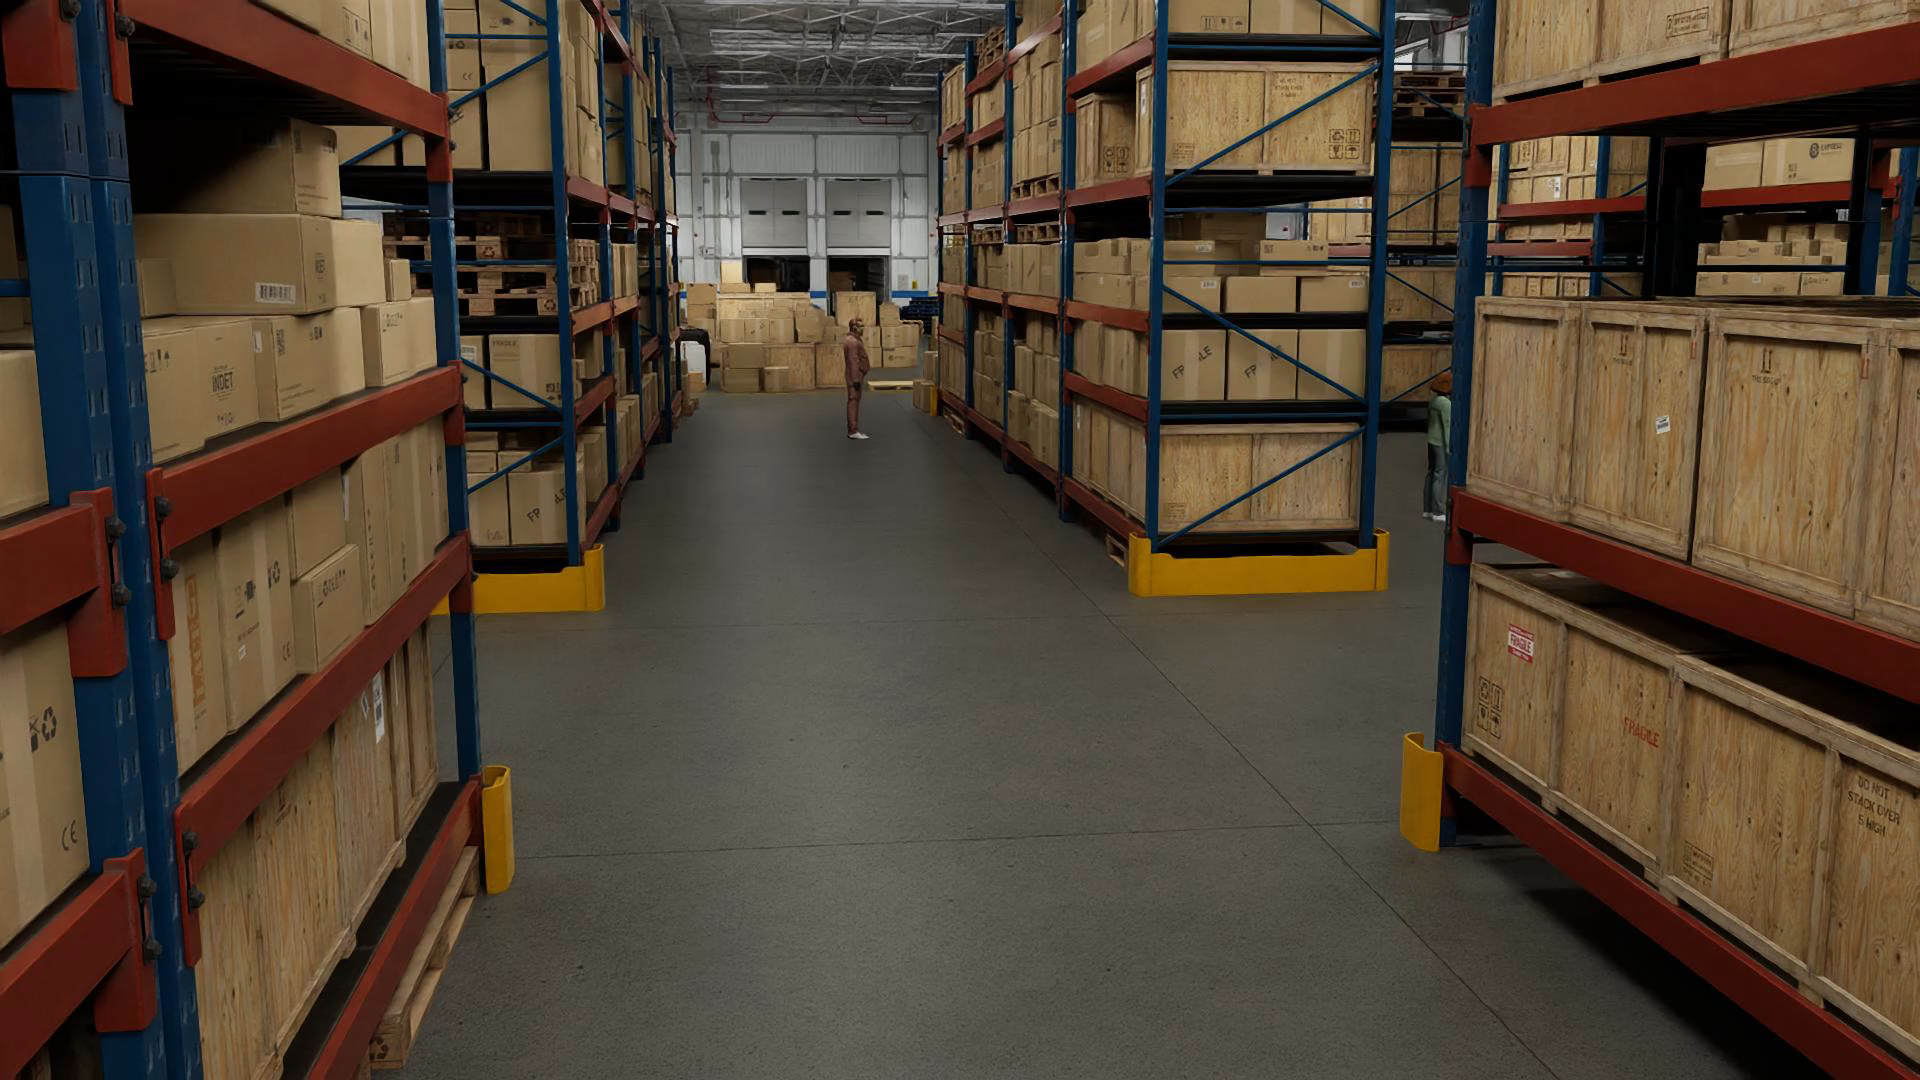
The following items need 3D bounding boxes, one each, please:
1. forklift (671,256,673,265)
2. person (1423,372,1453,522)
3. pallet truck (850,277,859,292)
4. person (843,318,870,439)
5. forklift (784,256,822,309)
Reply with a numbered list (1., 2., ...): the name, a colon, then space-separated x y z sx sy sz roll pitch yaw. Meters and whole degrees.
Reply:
1. forklift: -10.987 -9.066 61.344 1.129 2.768 1.873 -1 10 -7
2. person: 5.232 -1.015 18.099 0.284 1.633 0.497 -1 10 -7
3. pallet truck: -3.782 -9.391 65.808 1.885 1.965 0.823 2 10 10
4. person: -1.629 -2.545 26.215 0.409 1.909 0.640 -1 10 -7
5. forklift: -5.789 -8.743 59.468 1.129 2.768 1.873 -6 12 -33
